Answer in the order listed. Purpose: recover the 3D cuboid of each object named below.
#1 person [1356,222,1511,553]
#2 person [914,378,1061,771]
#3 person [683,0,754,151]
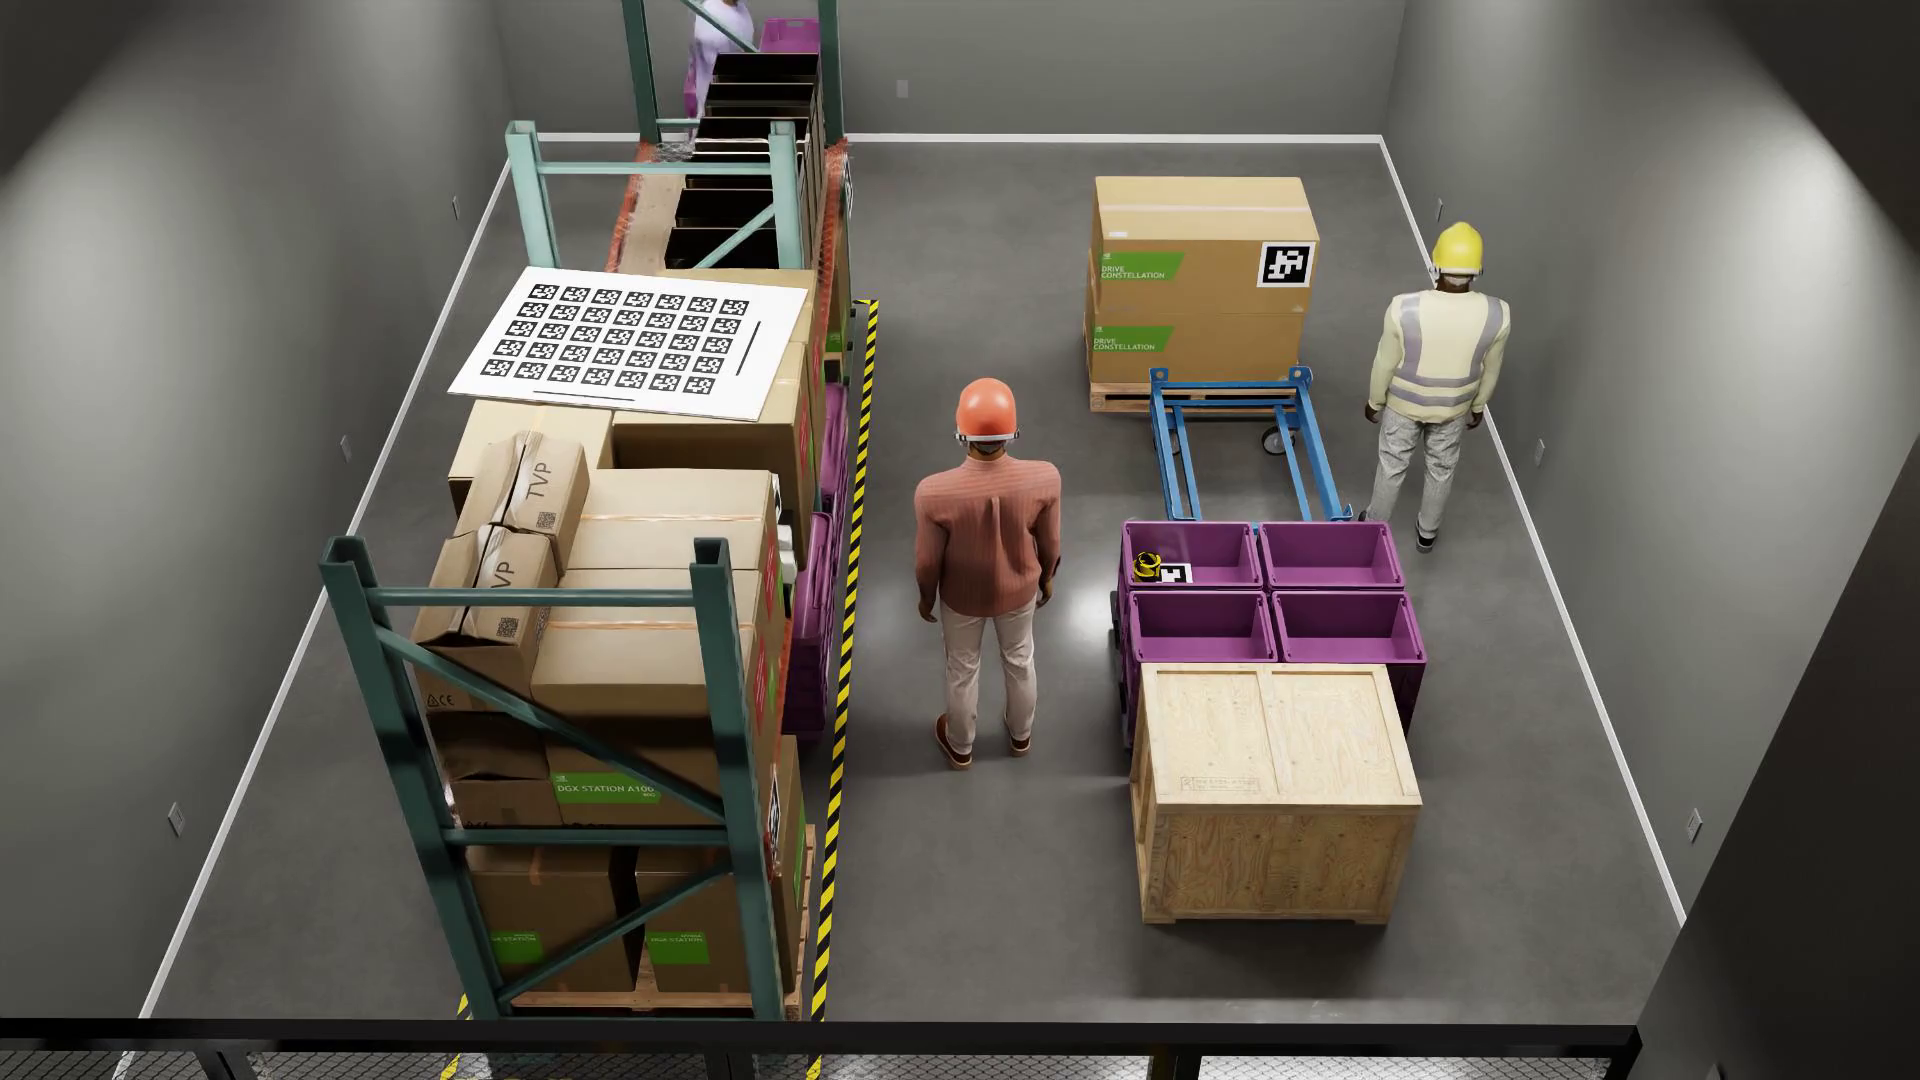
[{"bbox_3d":[2.249,-0.697,7.987,0.595,1.834,0.404,2,41,2],"label":"person"},{"bbox_3d":[0.111,0.176,6.872,0.611,1.994,0.375,-10,42,-11],"label":"person"},{"bbox_3d":[-1.478,-2.708,10.255,1.080,1.887,0.651,9,42,11],"label":"person"}]
